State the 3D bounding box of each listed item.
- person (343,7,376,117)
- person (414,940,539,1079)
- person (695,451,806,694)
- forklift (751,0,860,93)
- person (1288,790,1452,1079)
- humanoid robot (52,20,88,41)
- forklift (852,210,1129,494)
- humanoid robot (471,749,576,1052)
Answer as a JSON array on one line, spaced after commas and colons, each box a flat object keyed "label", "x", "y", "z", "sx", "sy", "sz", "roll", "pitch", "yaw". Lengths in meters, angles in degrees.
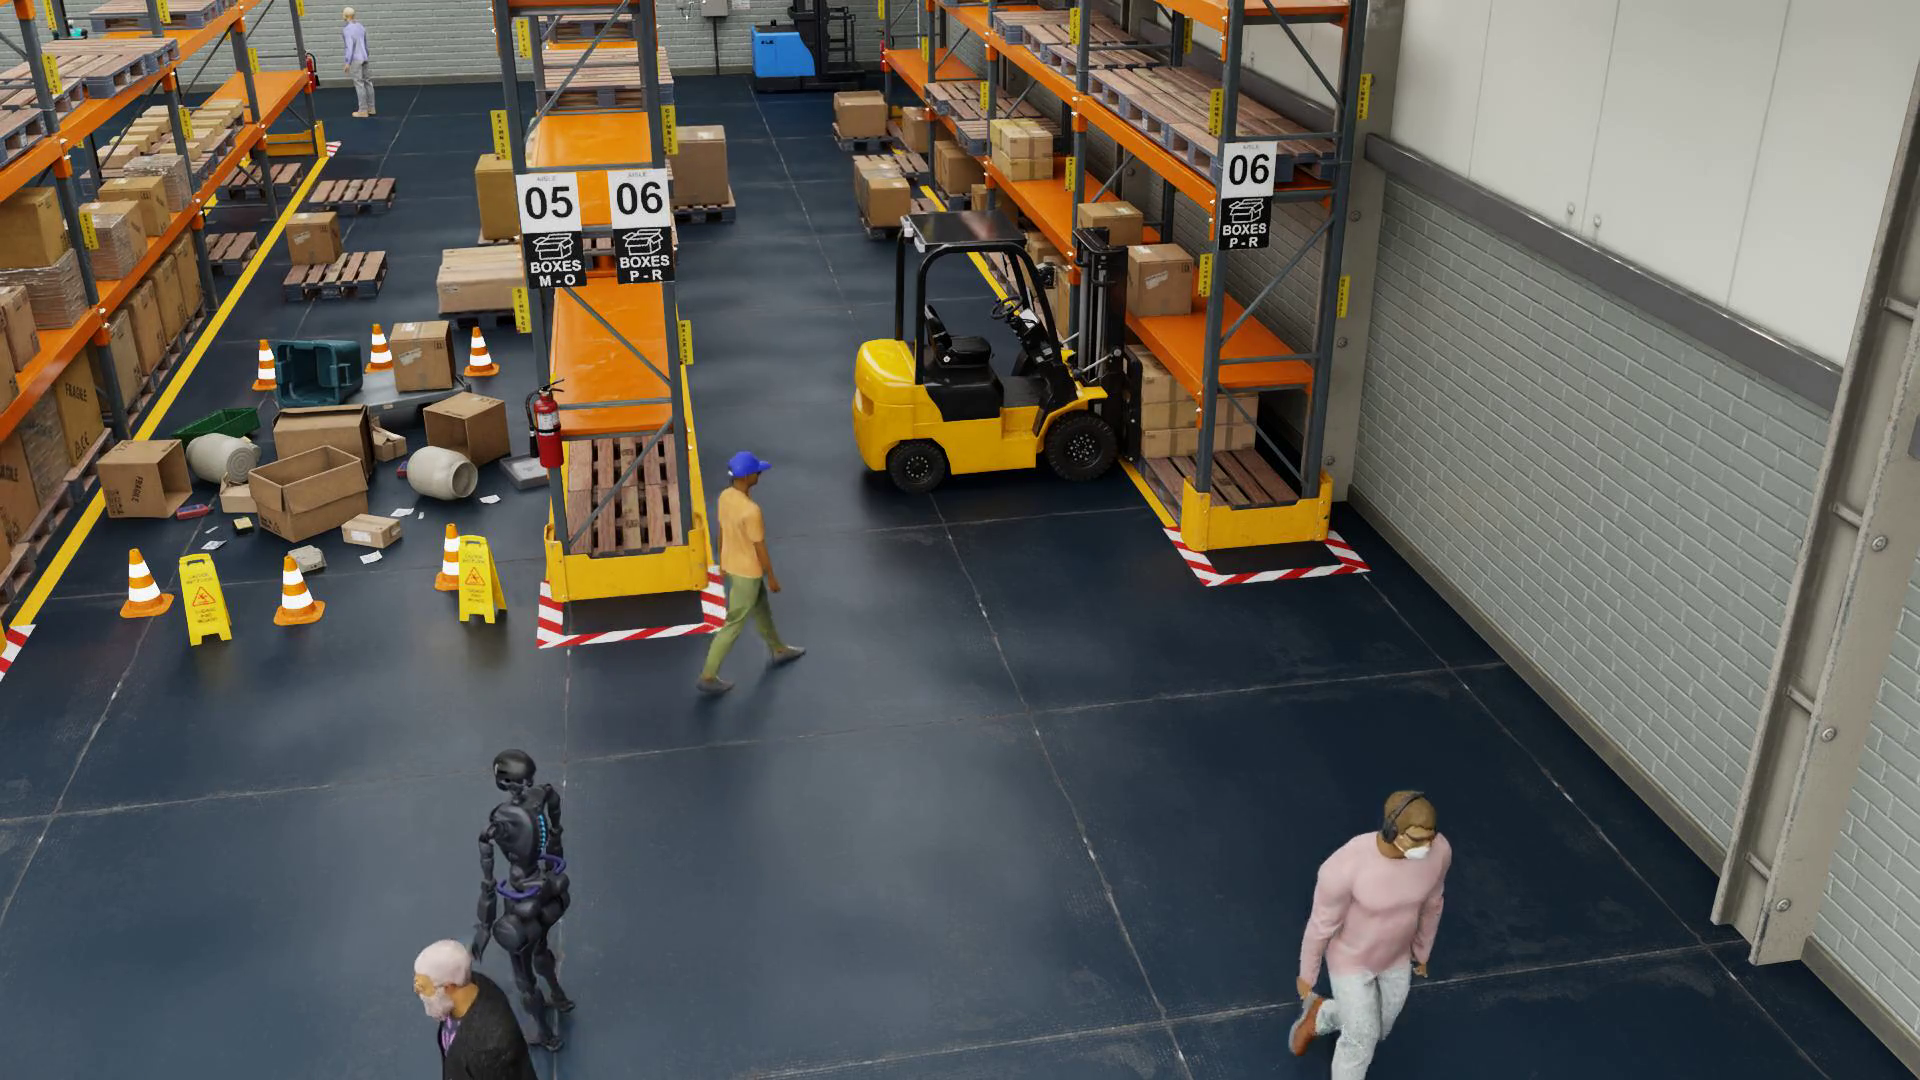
[{"label": "person", "x": -10.226, "y": -8.117, "z": 28.265, "sx": 0.394, "sy": 1.800, "sz": 0.595, "roll": 8, "pitch": 27, "yaw": 15}, {"label": "person", "x": -1.772, "y": 2.285, "z": 6.572, "sx": 0.638, "sy": 1.827, "sz": 0.576, "roll": -13, "pitch": 29, "yaw": -25}, {"label": "person", "x": -1.447, "y": 0.200, "z": 11.087, "sx": 0.898, "sy": 1.671, "sz": 0.470, "roll": -17, "pitch": 30, "yaw": -31}, {"label": "forklift", "x": -2.872, "y": -9.679, "z": 30.288, "sx": 1.873, "sy": 2.768, "sz": 1.129, "roll": -5, "pitch": 26, "yaw": -10}, {"label": "person", "x": 1.781, "y": 1.826, "z": 7.449, "sx": 0.658, "sy": 1.903, "sz": 0.780, "roll": -11, "pitch": 28, "yaw": -22}, {"label": "humanoid robot", "x": -14.771, "y": -7.758, "z": 27.725, "sx": 0.544, "sy": 1.894, "sz": 0.766, "roll": -22, "pitch": 33, "yaw": -38}, {"label": "forklift", "x": 0.216, "y": -1.659, "z": 14.366, "sx": 2.313, "sy": 2.155, "sz": 1.214, "roll": -5, "pitch": 26, "yaw": -10}, {"label": "humanoid robot", "x": -2.090, "y": 1.716, "z": 7.923, "sx": 0.381, "sy": 1.656, "sz": 0.585, "roll": 12, "pitch": 28, "yaw": 23}]
